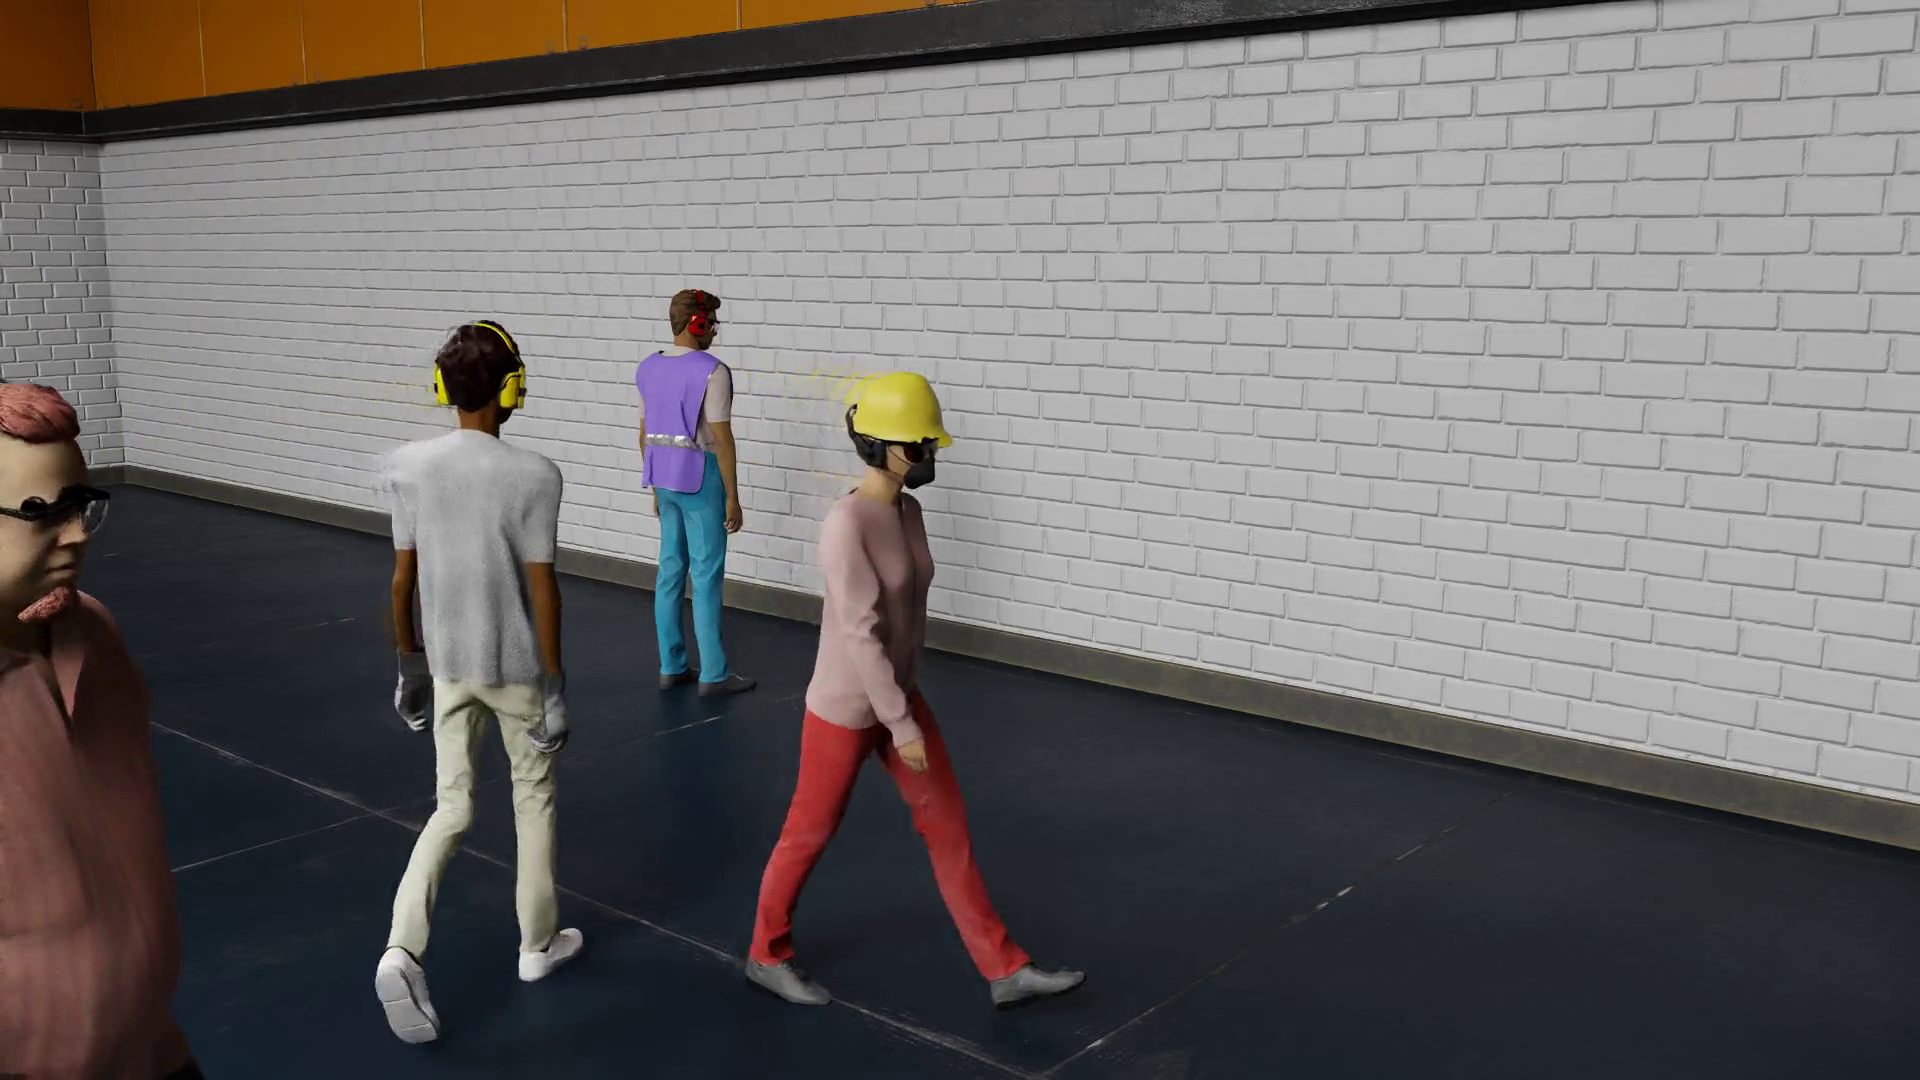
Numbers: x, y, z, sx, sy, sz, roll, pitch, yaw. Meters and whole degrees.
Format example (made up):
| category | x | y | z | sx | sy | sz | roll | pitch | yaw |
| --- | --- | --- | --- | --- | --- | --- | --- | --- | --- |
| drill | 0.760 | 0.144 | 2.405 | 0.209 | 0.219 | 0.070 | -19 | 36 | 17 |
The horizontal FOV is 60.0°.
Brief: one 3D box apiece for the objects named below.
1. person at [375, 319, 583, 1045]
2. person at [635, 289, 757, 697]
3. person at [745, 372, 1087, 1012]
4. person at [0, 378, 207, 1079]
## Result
| category | x | y | z | sx | sy | sz | roll | pitch | yaw |
| --- | --- | --- | --- | --- | --- | --- | --- | --- | --- |
| person | -1.274 | 0.355 | 4.334 | 0.519 | 1.846 | 0.800 | 2 | 10 | 12 |
| person | -1.226 | -0.207 | 7.538 | 0.563 | 1.837 | 0.388 | 8 | 12 | 37 |
| person | -0.175 | 0.427 | 4.288 | 0.948 | 1.710 | 0.515 | 5 | 11 | 24 |
| person | -1.201 | 0.726 | 2.128 | 0.446 | 1.890 | 0.690 | 0 | 10 | 1 |
